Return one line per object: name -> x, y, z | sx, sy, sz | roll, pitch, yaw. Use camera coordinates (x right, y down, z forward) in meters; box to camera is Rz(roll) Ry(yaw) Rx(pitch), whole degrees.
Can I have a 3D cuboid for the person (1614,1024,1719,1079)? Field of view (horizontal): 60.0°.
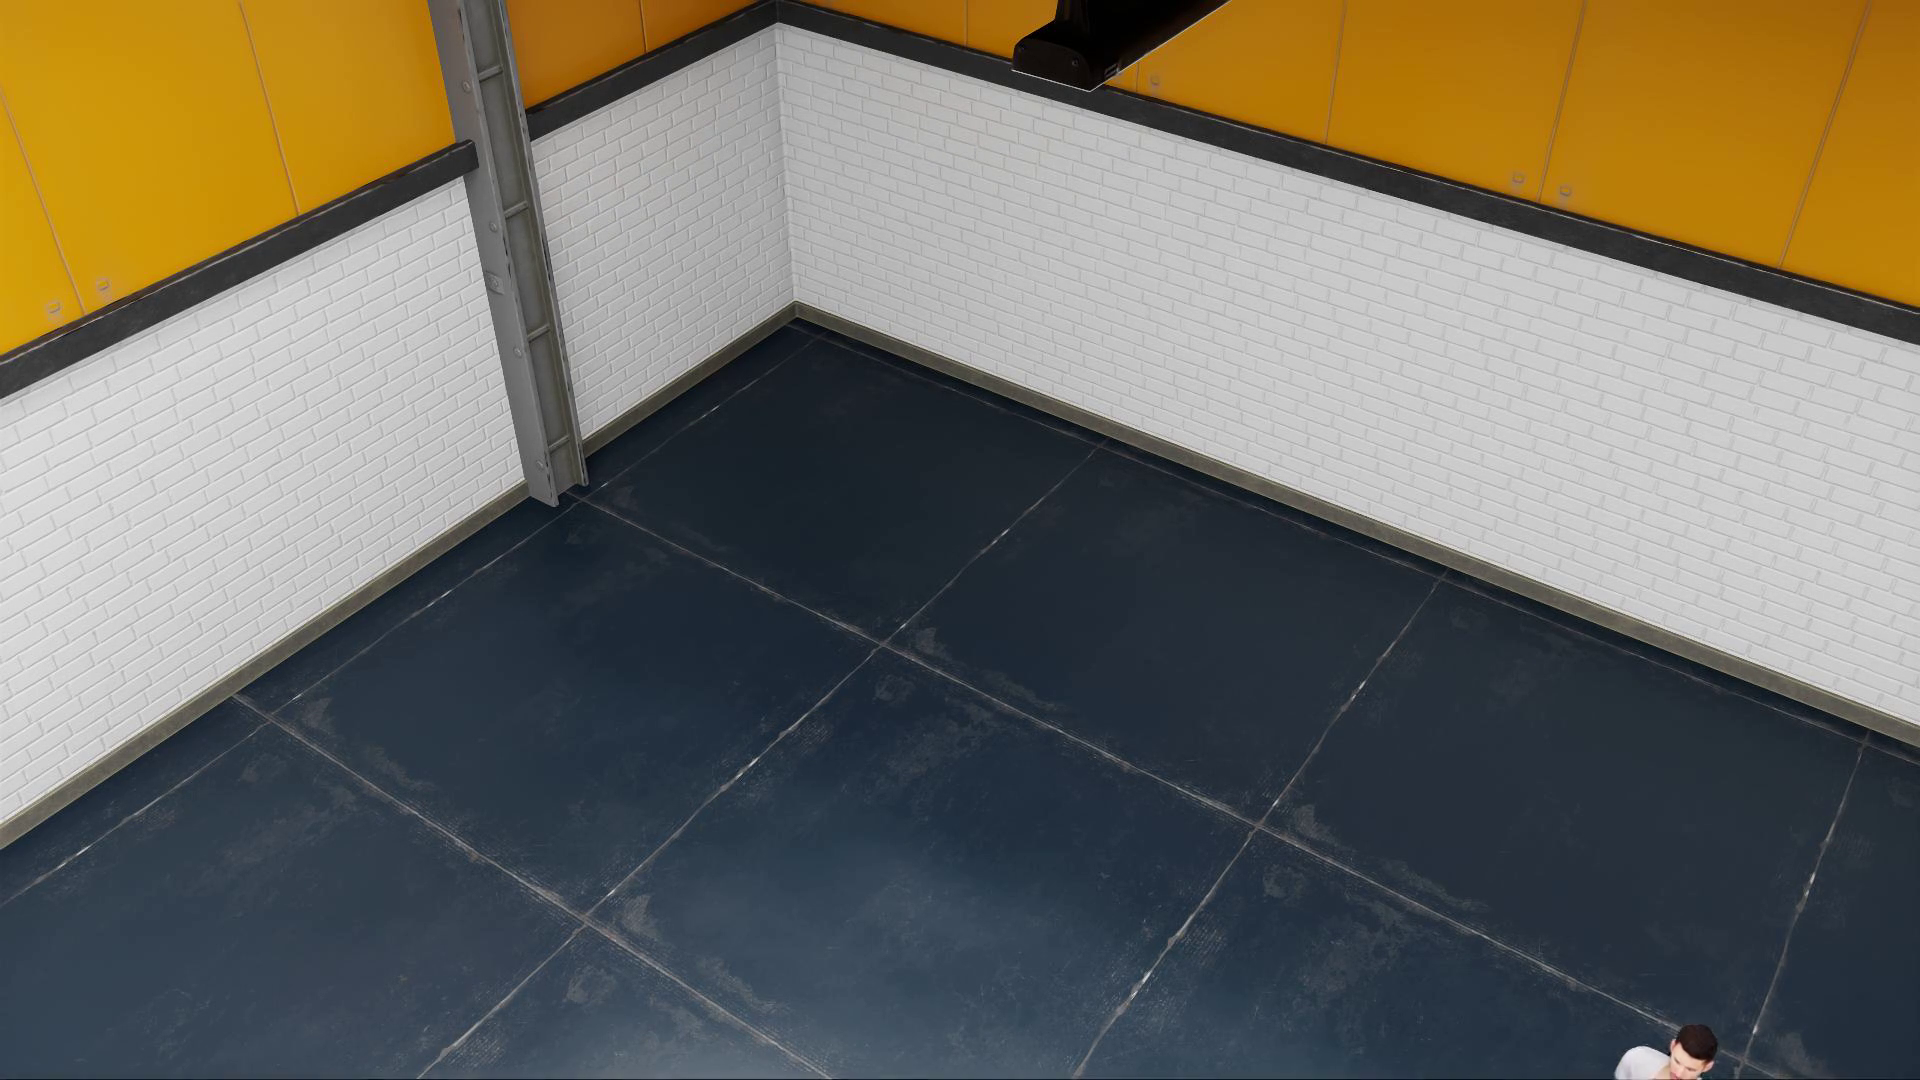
person -> 3.280, 2.832, 7.854 | 0.800, 1.846, 0.772 | -27, 46, -30
